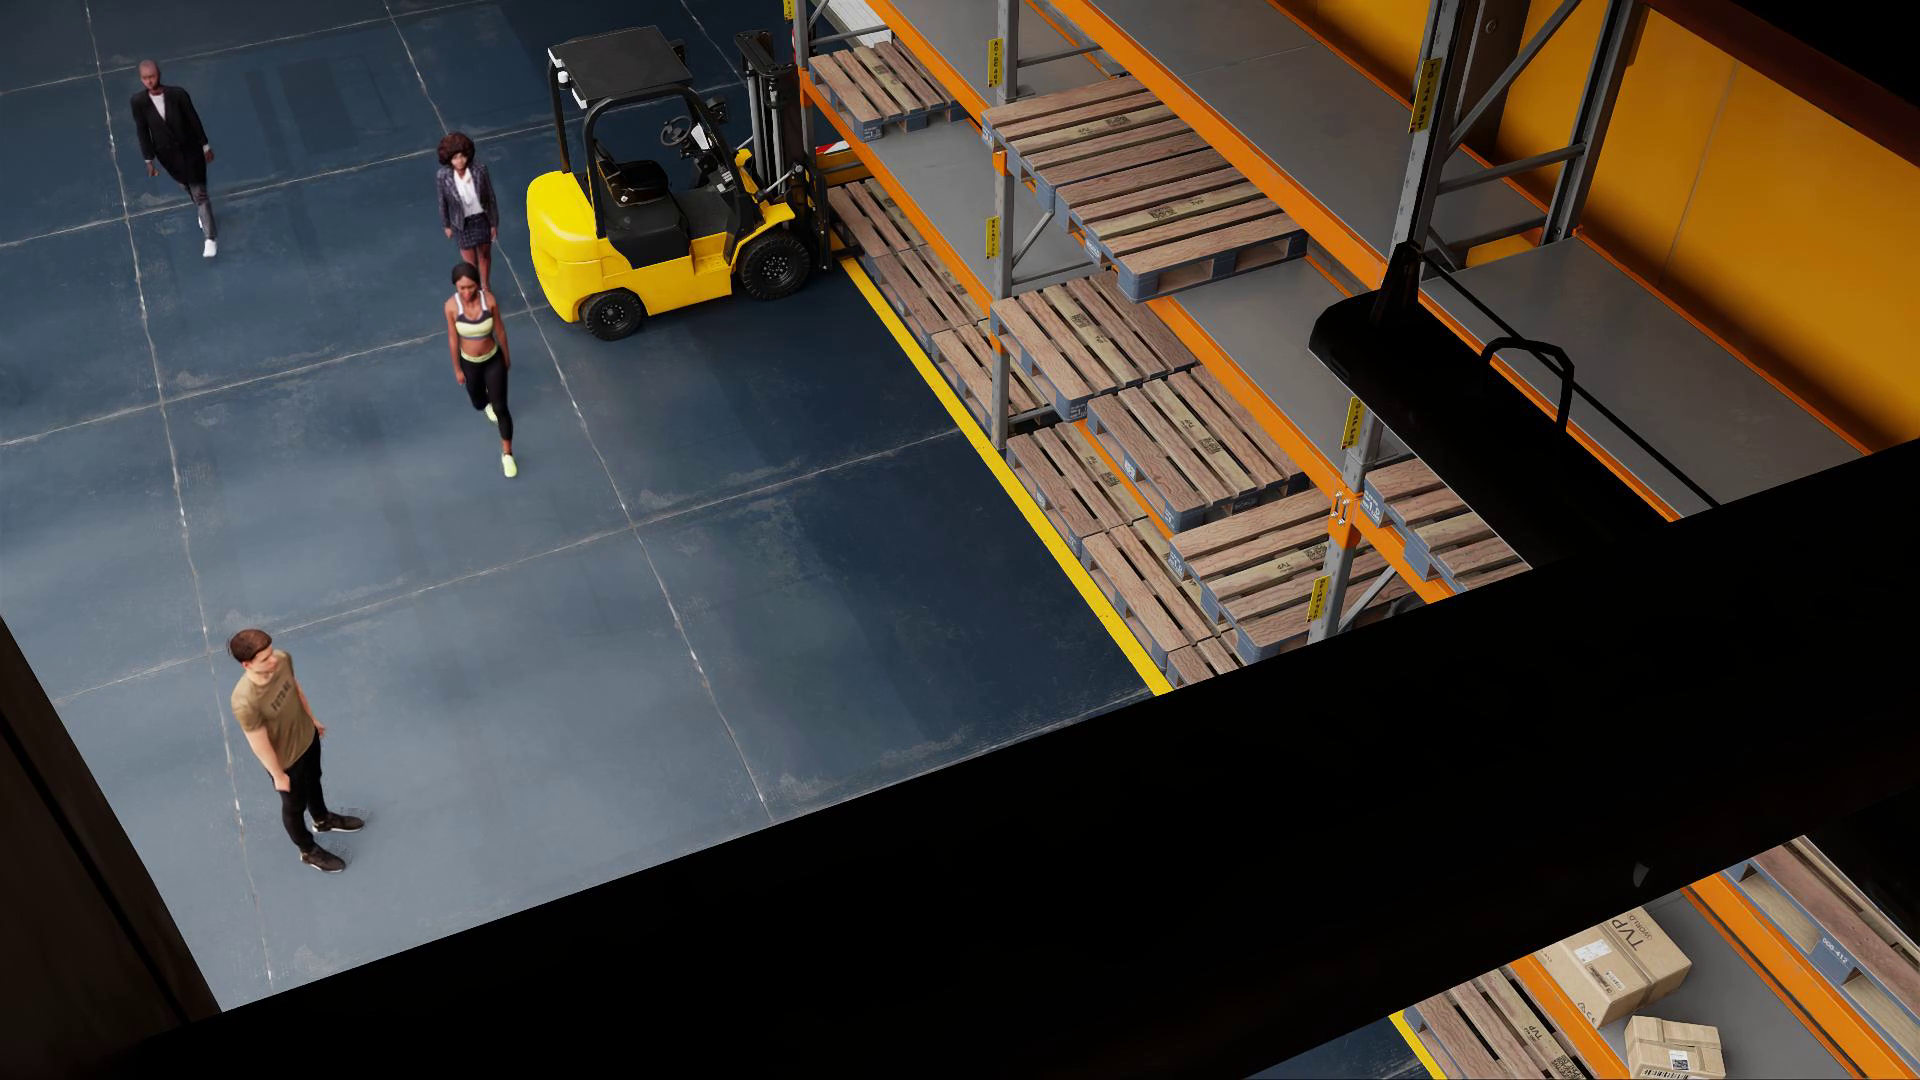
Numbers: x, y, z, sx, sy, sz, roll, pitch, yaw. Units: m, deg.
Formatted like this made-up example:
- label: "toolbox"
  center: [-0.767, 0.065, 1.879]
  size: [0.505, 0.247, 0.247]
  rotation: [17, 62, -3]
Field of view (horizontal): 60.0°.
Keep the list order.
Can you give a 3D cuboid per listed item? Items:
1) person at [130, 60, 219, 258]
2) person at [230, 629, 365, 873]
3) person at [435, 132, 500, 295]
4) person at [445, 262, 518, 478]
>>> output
- label: "person"
  center: [-6.803, -3.407, 14.523]
  size: [0.832, 1.710, 1.226]
  rotation: [-9, 44, -10]
- label: "person"
  center: [-3.881, 1.182, 9.604]
  size: [0.815, 1.851, 0.714]
  rotation: [7, 44, 7]
- label: "person"
  center: [-4.041, -2.646, 13.751]
  size: [0.599, 1.673, 0.797]
  rotation: [-18, 47, -18]
- label: "person"
  center: [-3.556, -1.347, 12.344]
  size: [0.689, 1.734, 1.066]
  rotation: [-11, 45, -12]
